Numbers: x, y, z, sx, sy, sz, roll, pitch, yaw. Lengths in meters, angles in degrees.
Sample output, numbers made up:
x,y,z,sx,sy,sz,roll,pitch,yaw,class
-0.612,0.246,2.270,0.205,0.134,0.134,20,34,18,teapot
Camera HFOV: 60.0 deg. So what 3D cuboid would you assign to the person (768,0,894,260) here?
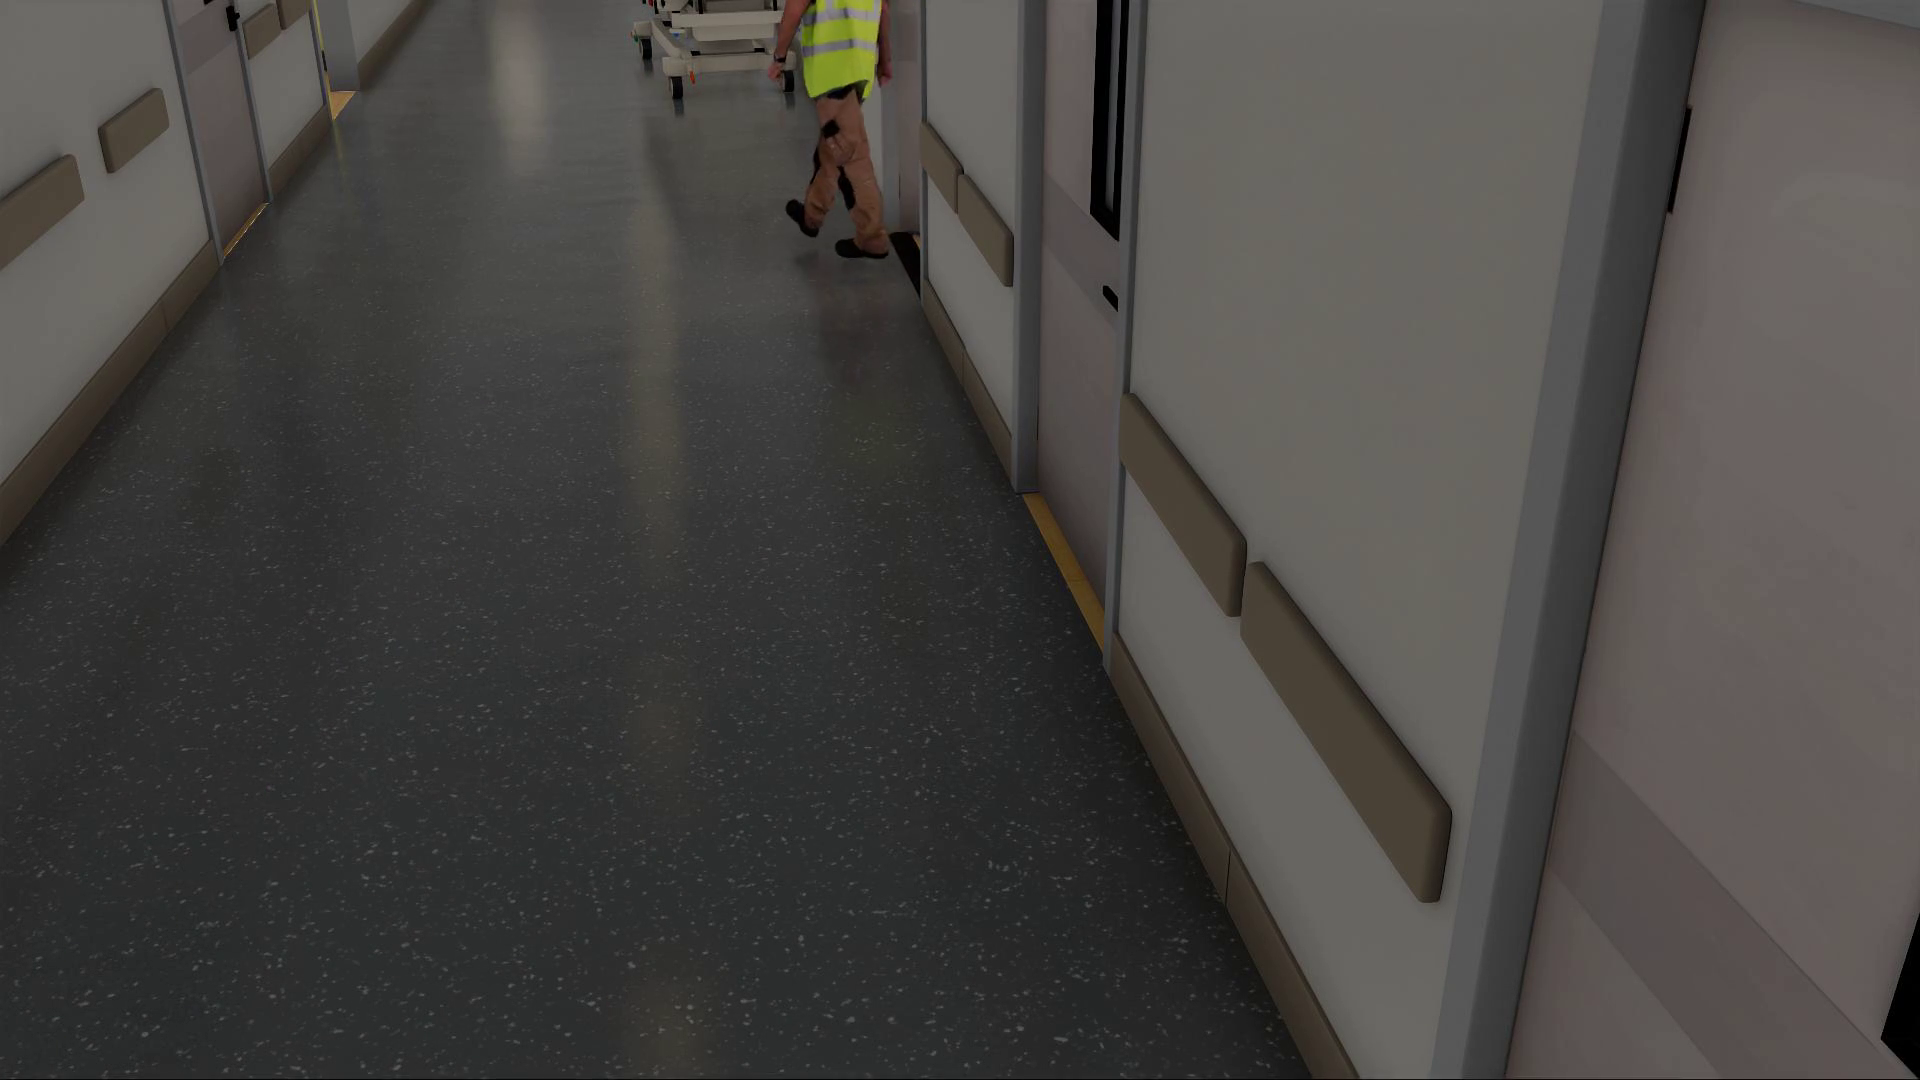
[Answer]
x,y,z,sx,sy,sz,roll,pitch,yaw,class
-0.557,-2.280,8.330,1.197,1.783,1.196,21,33,36,person
